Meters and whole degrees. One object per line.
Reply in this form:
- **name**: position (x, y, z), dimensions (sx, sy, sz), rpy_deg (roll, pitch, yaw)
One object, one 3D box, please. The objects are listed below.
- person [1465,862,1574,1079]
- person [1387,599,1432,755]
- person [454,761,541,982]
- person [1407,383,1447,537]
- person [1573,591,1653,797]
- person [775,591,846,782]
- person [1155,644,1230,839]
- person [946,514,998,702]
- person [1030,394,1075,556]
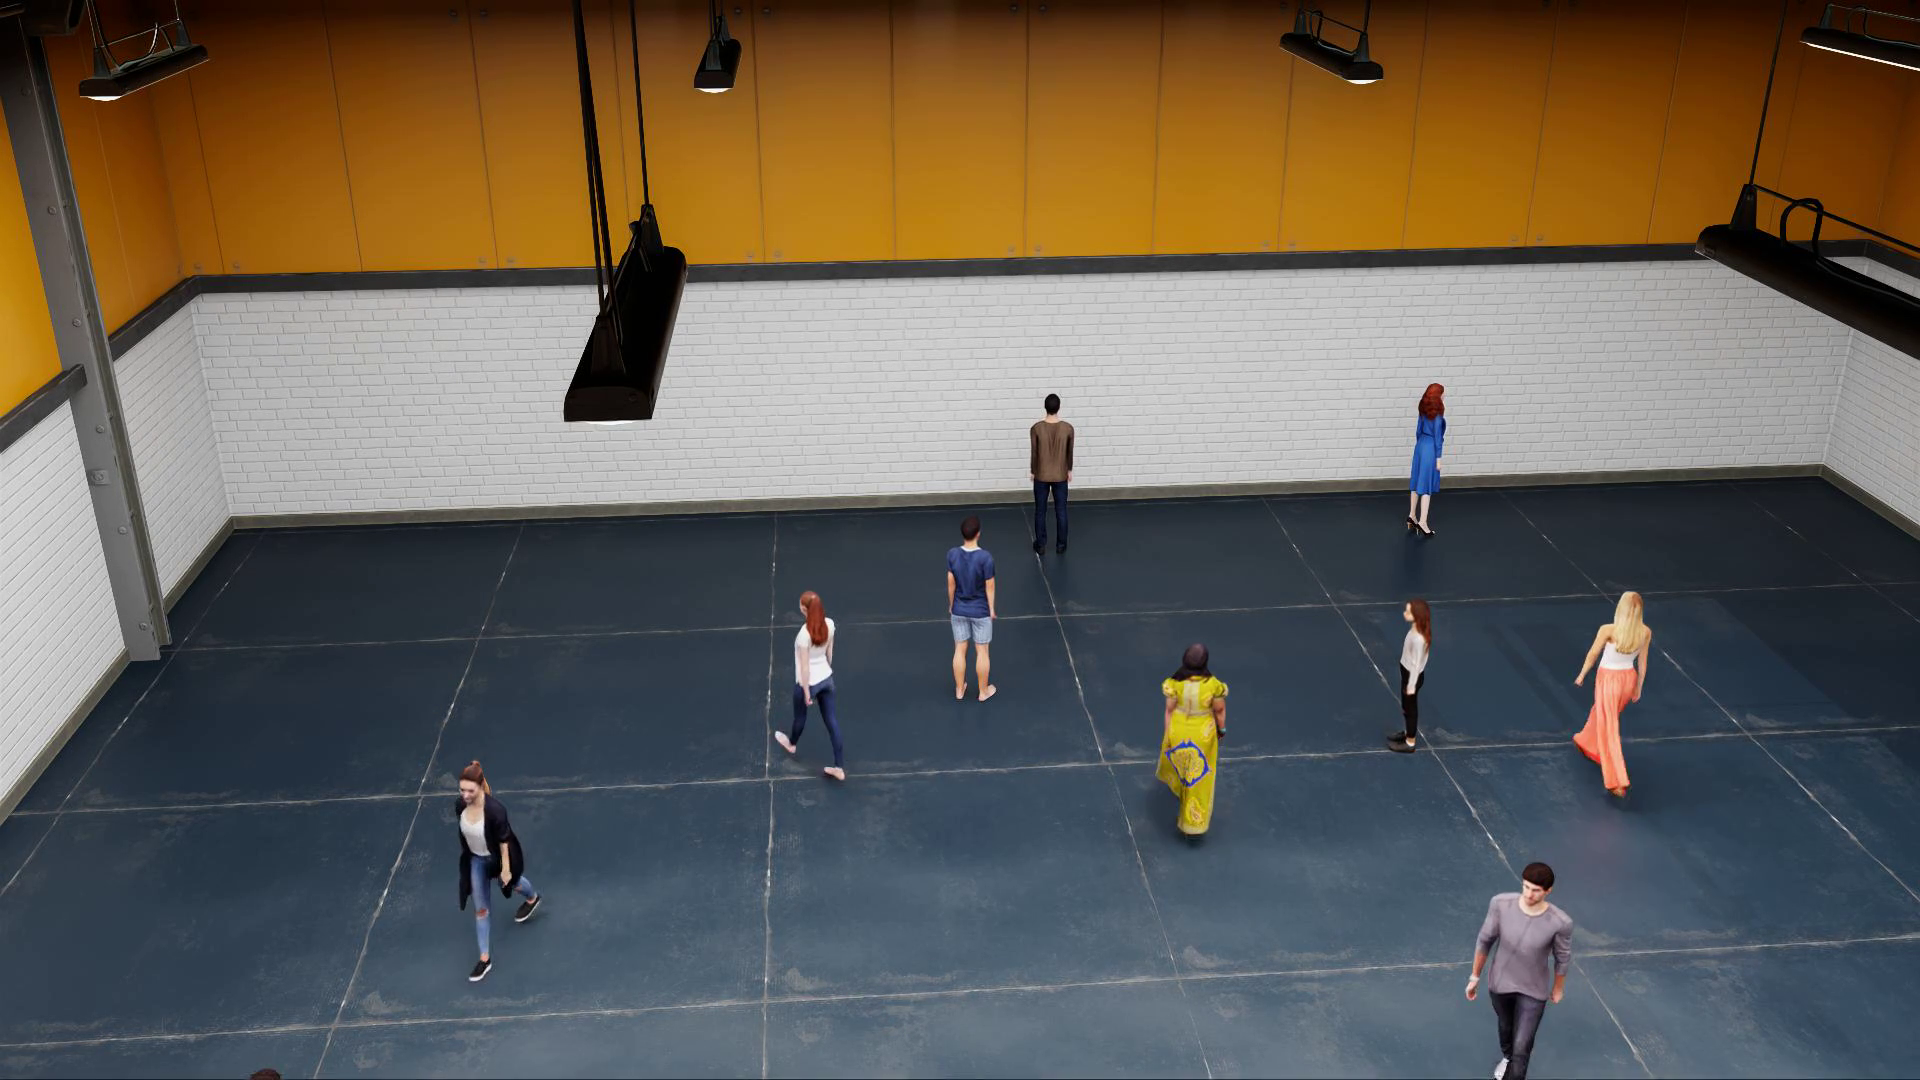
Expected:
- **person**: position (3.631, 2.813, 10.715), dimensions (1.136, 1.811, 1.212), rpy_deg (18, 29, 35)
- **person**: position (4.040, 1.199, 14.818), dimensions (0.655, 1.481, 0.504), rpy_deg (5, 24, 11)
- **person**: position (-3.374, 2.291, 12.151), dimensions (0.909, 1.619, 1.273), rpy_deg (8, 25, 17)
- **person**: position (5.412, -0.942, 19.282), dimensions (0.714, 1.829, 0.567), rpy_deg (-7, 24, -15)
- **person**: position (5.606, 1.335, 14.168), dimensions (0.645, 1.753, 1.260), rpy_deg (-2, 24, -5)
- **person**: position (-1.175, 1.295, 14.342), dimensions (1.034, 1.688, 1.169), rpy_deg (-21, 31, -39)
- **person**: position (1.888, 1.667, 13.590), dimensions (1.012, 1.608, 1.310), rpy_deg (5, 24, 12)
- **person**: position (0.105, 0.646, 15.625), dimensions (0.698, 1.849, 0.690), rpy_deg (7, 25, 16)
- **person**: position (1.025, -0.744, 18.758), dimensions (0.646, 1.887, 0.549), rpy_deg (-1, 24, -3)
